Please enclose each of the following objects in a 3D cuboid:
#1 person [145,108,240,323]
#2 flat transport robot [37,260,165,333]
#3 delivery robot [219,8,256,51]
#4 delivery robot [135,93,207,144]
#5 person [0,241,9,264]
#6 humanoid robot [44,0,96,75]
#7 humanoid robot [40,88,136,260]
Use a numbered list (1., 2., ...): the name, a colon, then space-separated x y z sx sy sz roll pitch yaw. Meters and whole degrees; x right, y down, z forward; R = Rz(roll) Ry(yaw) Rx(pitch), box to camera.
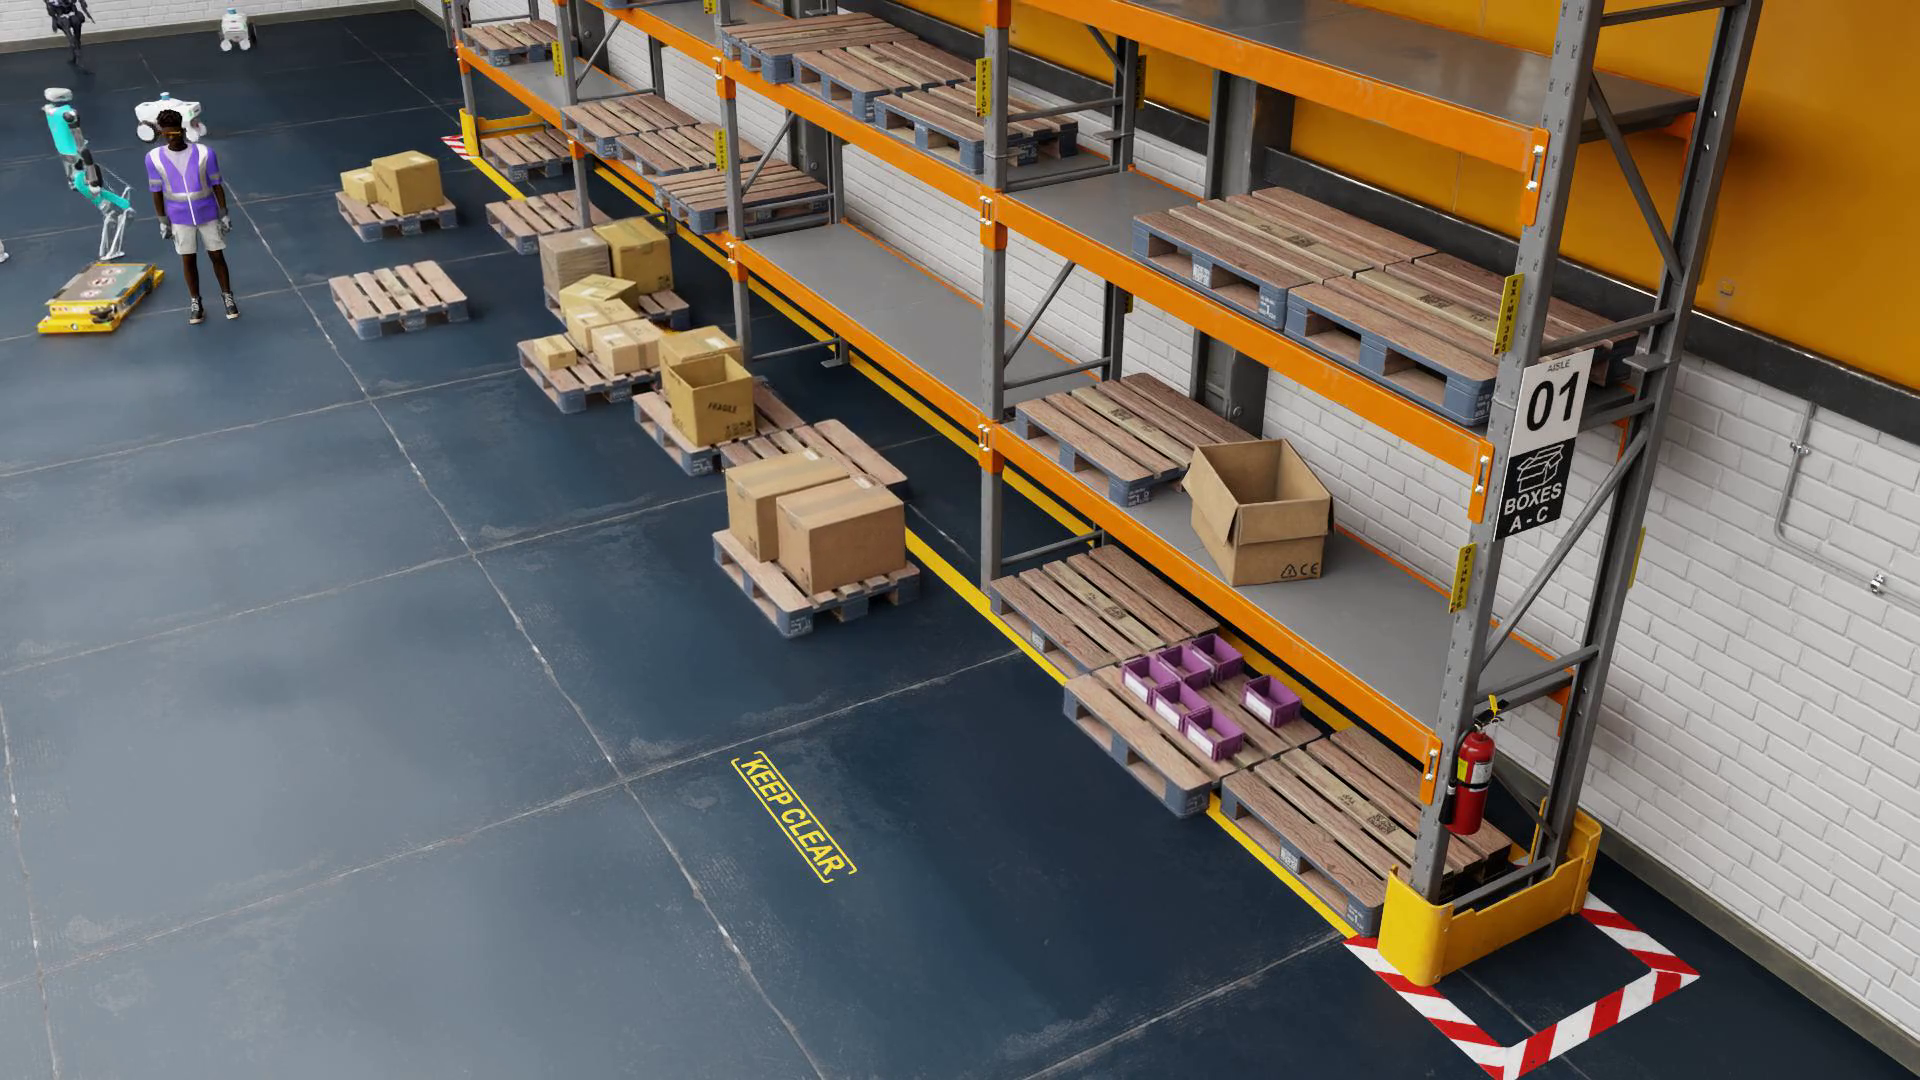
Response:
1. person: -6.965 -2.946 15.112 0.613 1.963 0.361 -12 32 -20
2. flat transport robot: -8.097 -2.307 15.705 0.659 0.231 1.431 -2 30 -4
3. delivery robot: -10.805 -7.635 24.811 0.499 0.584 0.756 -10 31 -18
4. delivery robot: -9.779 -5.218 20.558 0.802 0.600 0.499 -1 30 -1
5. person: -9.855 -3.537 16.420 0.465 1.706 0.367 -9 31 -16
6. humanoid robot: -12.490 -7.368 23.278 0.782 1.645 0.589 19 34 29
7. humanoid robot: -8.586 -3.638 16.576 0.541 1.808 0.663 20 35 31
